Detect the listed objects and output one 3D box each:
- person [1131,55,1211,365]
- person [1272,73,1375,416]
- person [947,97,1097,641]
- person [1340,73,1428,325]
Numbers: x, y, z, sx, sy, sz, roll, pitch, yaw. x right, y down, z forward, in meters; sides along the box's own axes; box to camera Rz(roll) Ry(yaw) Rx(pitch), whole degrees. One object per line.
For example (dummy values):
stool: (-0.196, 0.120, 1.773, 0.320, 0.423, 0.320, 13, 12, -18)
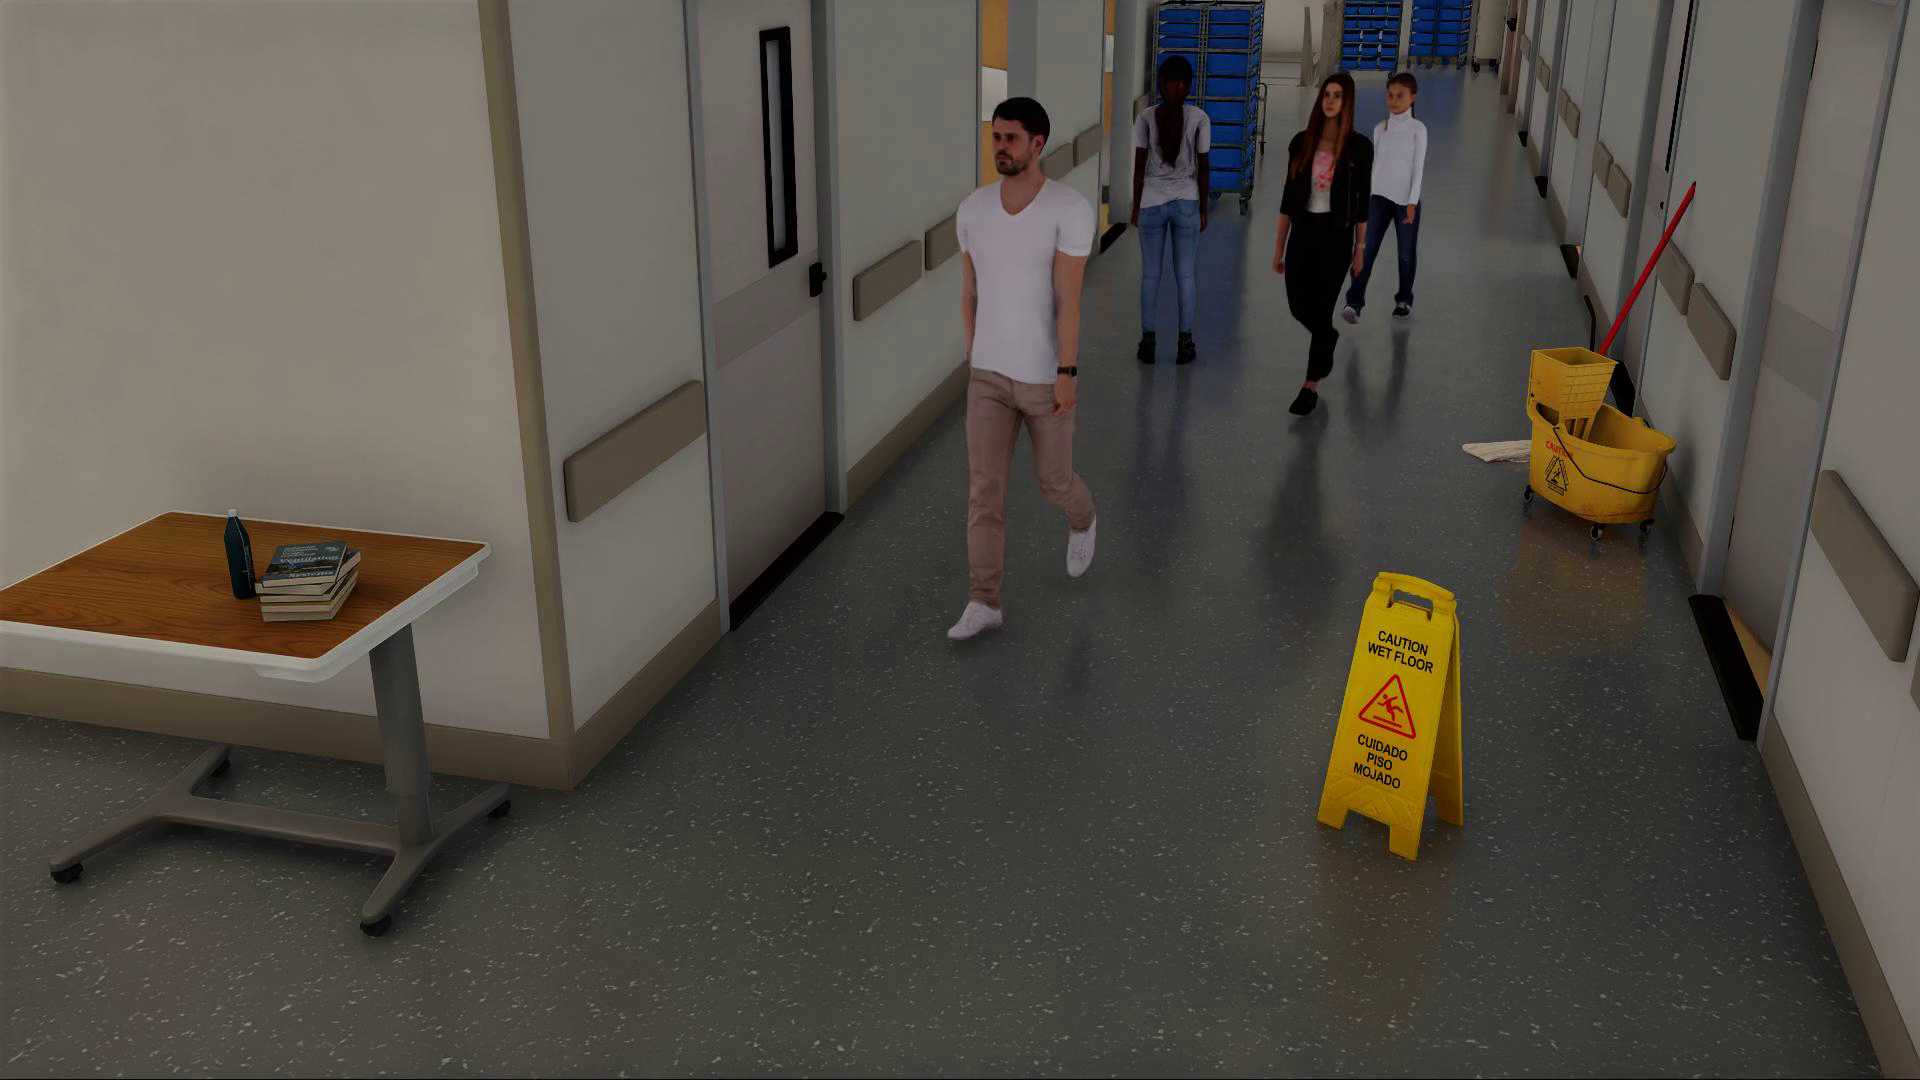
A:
person: (1.192, -1.871, 9.470, 0.617, 1.719, 0.562, 2, 21, 5)
person: (1.898, -1.540, 8.632, 0.807, 1.694, 1.098, 11, 24, 28)
person: (0.277, -0.605, 5.930, 0.850, 1.858, 1.231, 11, 23, 26)
person: (2.742, -2.096, 10.350, 0.710, 1.516, 1.098, 13, 24, 30)
